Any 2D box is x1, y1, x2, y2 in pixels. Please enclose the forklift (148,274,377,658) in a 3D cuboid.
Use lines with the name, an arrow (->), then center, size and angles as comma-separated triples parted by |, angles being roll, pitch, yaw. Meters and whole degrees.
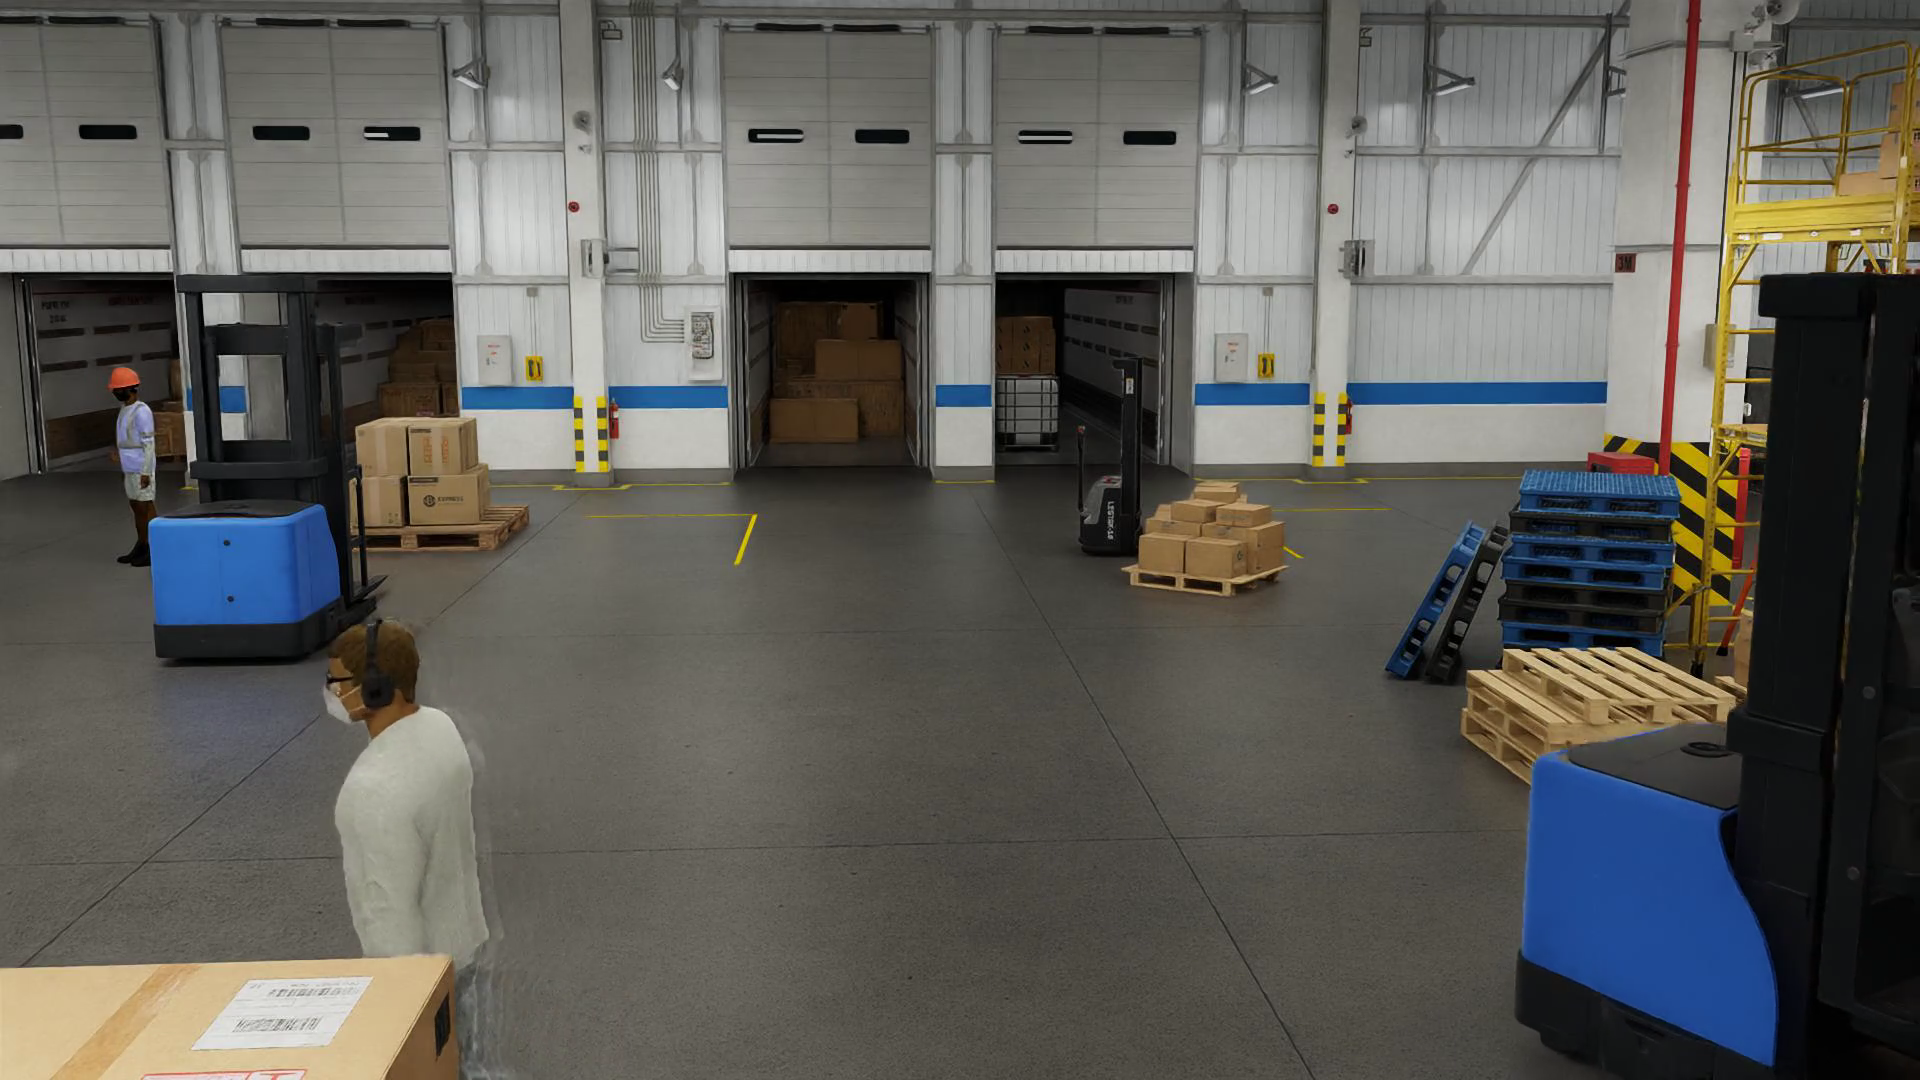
forklift -> -5.348, -0.627, 12.681 | 1.129, 2.768, 1.873 | -1, 9, -4

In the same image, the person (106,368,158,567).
person -> -8.012, -0.703, 16.136 | 0.542, 1.930, 0.375 | 8, 12, 42

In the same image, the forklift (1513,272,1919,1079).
forklift -> 2.943, 0.525, 5.452 | 1.129, 2.768, 1.873 | -5, 11, -30

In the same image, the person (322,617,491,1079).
person -> -1.607, 1.154, 4.545 | 0.741, 1.916, 0.633 | 0, 9, 2

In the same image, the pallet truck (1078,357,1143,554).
pallet truck -> 2.088, -0.836, 16.757 | 1.885, 1.965, 0.823 | 2, 9, 13
